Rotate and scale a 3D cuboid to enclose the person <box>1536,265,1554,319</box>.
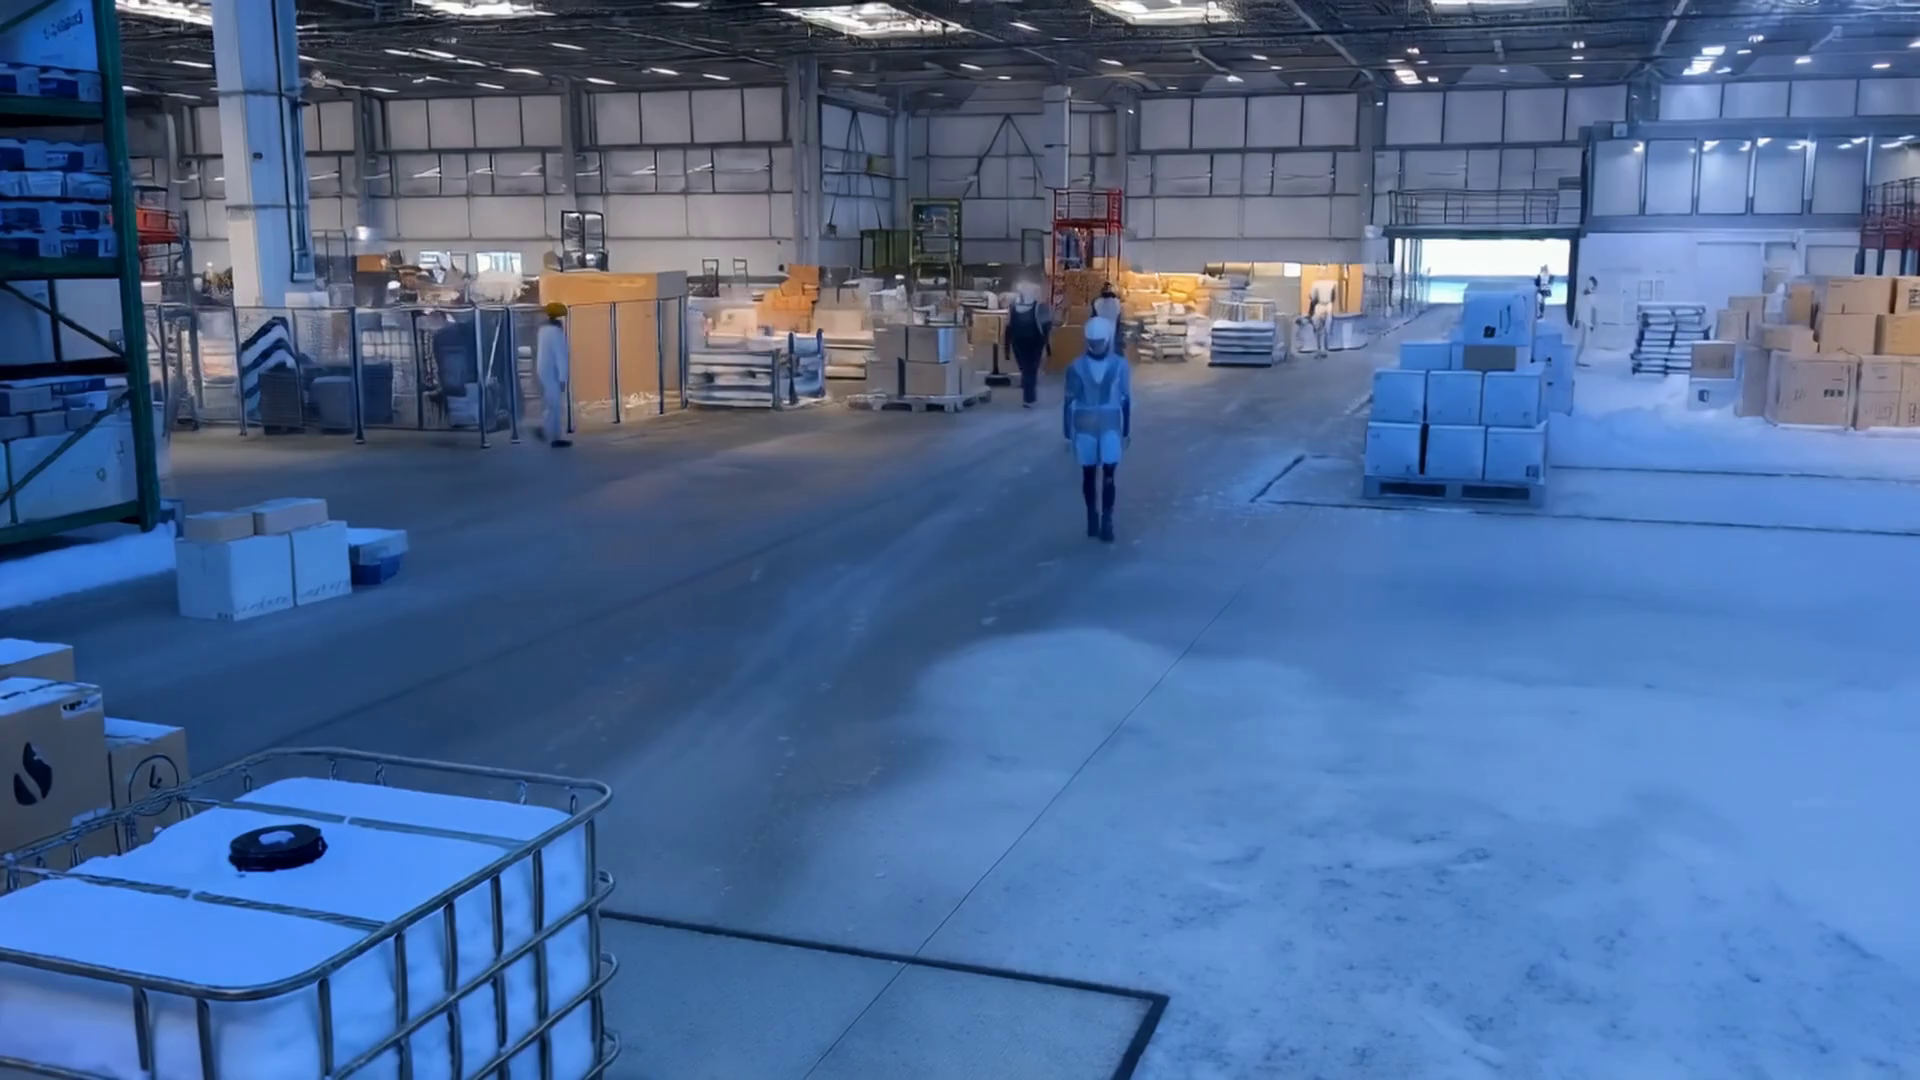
[{"bbox_3d":[19.829,-8.413,56.437,0.570,1.831,1.010,4,11,19],"label":"person"}]

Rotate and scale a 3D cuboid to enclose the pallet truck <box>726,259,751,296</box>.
[{"bbox_3d":[-7.986,-9.493,62.019,0.823,1.965,1.885,3,11,17],"label":"pallet truck"}]

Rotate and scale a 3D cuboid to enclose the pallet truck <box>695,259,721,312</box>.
[{"bbox_3d":[-9.165,-9.627,62.776,0.823,1.965,1.885,4,11,23],"label":"pallet truck"}]

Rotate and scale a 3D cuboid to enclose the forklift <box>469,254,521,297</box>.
[{"bbox_3d":[-17.990,-10.121,64.684,1.157,1.987,2.680,3,11,17],"label":"forklift"}]

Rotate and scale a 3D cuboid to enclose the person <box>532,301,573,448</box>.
[{"bbox_3d":[-4.993,-2.027,20.485,0.425,1.813,0.615,-6,12,-32],"label":"person"}]

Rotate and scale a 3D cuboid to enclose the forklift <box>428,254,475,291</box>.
[{"bbox_3d":[-20.133,-10.254,65.465,1.157,1.987,2.680,3,11,19],"label":"forklift"}]

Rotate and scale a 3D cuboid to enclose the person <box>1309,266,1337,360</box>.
[{"bbox_3d":[7.934,-4.968,36.410,0.608,2.044,0.377,-1,10,-4],"label":"person"}]

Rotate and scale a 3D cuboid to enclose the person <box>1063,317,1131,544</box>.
[{"bbox_3d":[1.154,-0.919,14.016,0.571,1.890,0.984,1,10,5],"label":"person"}]

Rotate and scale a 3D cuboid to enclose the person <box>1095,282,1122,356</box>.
[{"bbox_3d":[2.710,-3.808,30.442,0.529,1.847,0.762,3,11,18],"label":"person"}]

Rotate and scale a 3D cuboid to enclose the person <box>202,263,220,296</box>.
[{"bbox_3d":[-28.595,-9.660,63.476,0.620,1.810,0.731,-4,11,-20],"label":"person"}]

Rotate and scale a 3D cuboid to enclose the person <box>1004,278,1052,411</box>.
[{"bbox_3d":[0.957,-2.971,25.169,0.709,2.000,0.915,6,12,30],"label":"person"}]

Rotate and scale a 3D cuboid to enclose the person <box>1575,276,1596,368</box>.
[{"bbox_3d":[12.811,-4.442,33.980,0.333,1.861,0.506,-3,10,-16],"label":"person"}]

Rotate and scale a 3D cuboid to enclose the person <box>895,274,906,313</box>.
[{"bbox_3d":[-1.525,-5.920,42.541,0.306,1.772,0.525,0,10,1],"label":"person"}]
